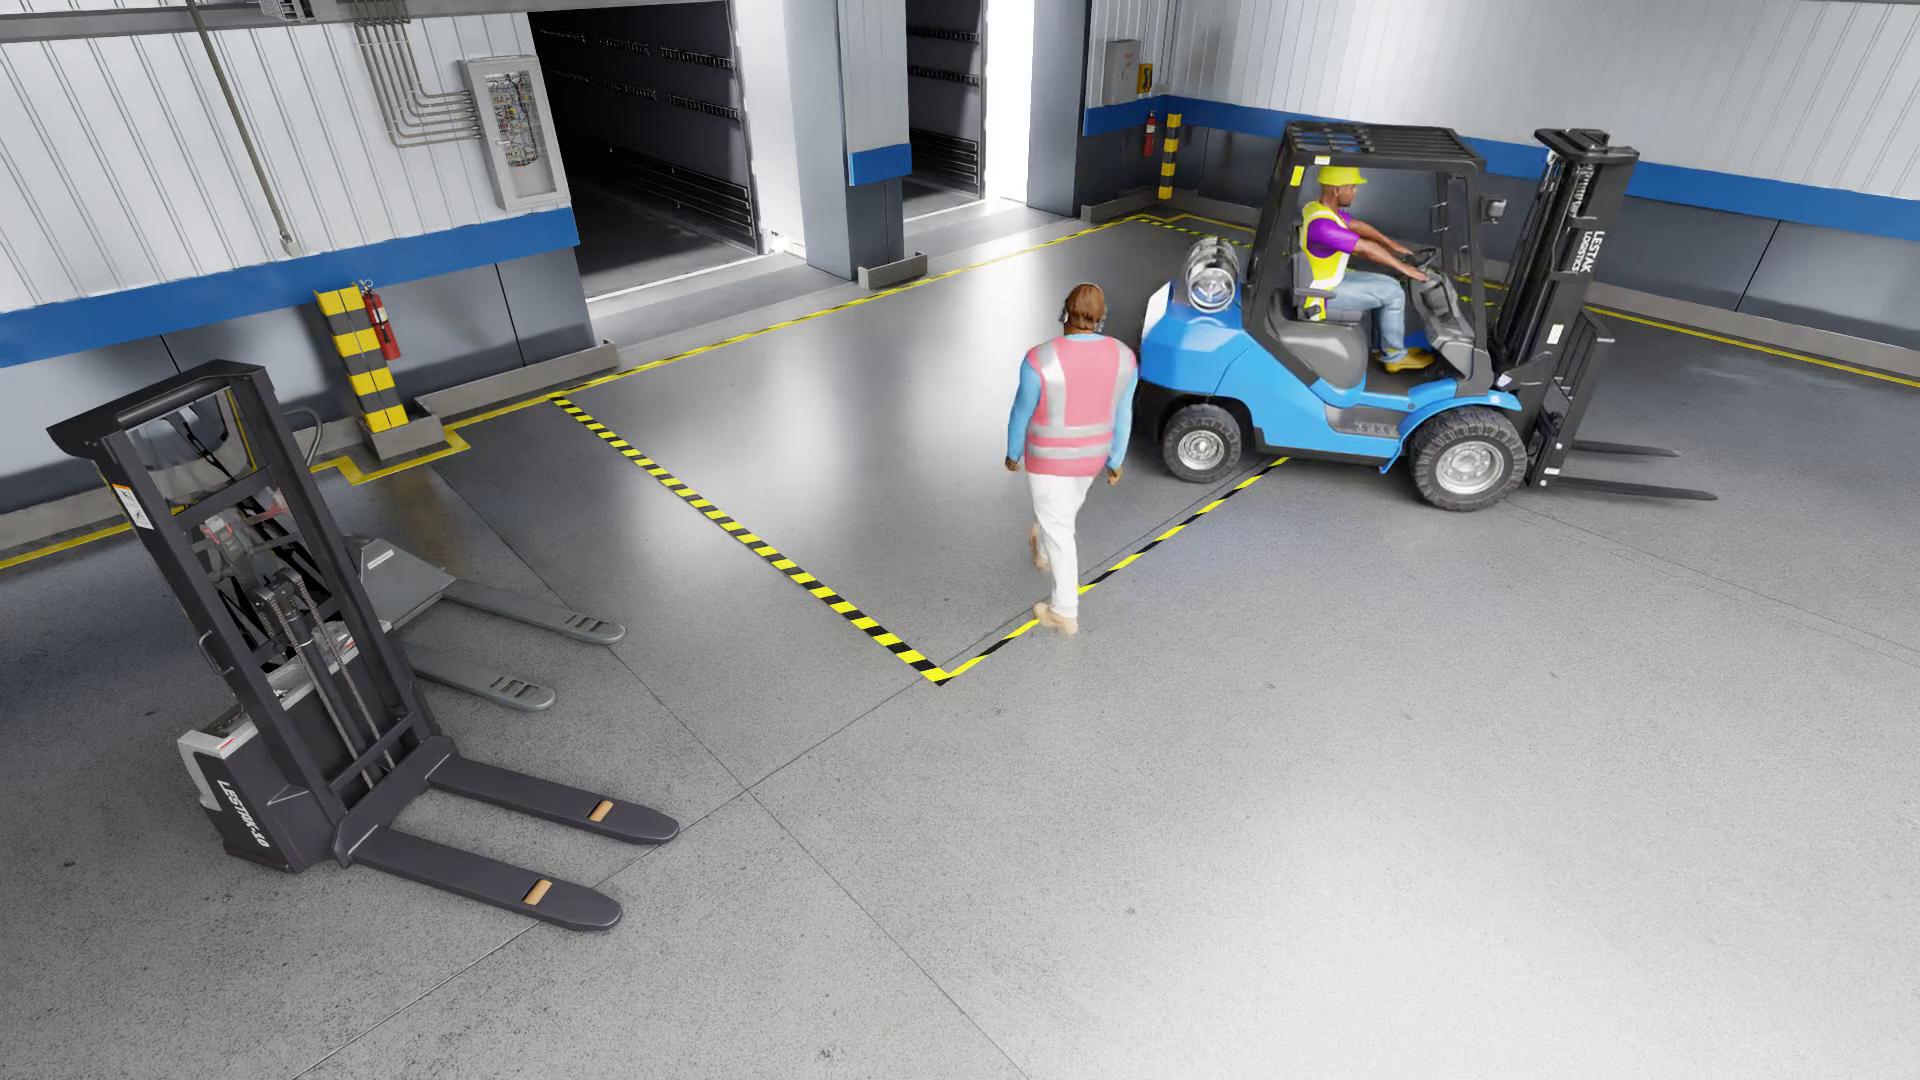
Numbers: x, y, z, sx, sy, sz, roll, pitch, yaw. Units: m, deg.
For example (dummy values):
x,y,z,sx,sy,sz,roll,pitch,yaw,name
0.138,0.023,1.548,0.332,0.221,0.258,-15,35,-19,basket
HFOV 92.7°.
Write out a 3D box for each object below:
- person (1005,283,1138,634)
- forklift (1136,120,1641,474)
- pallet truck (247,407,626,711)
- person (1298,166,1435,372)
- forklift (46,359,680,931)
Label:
x,y,z,sx,sy,sz,roll,pitch,yaw,name
0.542,-0.463,4.840,0.609,1.780,0.894,-14,37,-20,person
2.600,-1.595,6.003,2.680,2.036,1.157,8,35,11,forklift
-2.628,0.038,4.590,1.601,1.201,0.680,12,36,18,pallet truck
2.657,-1.738,5.881,1.004,1.294,0.635,8,35,11,person
-2.135,0.422,3.354,1.885,1.965,0.823,10,35,14,forklift
